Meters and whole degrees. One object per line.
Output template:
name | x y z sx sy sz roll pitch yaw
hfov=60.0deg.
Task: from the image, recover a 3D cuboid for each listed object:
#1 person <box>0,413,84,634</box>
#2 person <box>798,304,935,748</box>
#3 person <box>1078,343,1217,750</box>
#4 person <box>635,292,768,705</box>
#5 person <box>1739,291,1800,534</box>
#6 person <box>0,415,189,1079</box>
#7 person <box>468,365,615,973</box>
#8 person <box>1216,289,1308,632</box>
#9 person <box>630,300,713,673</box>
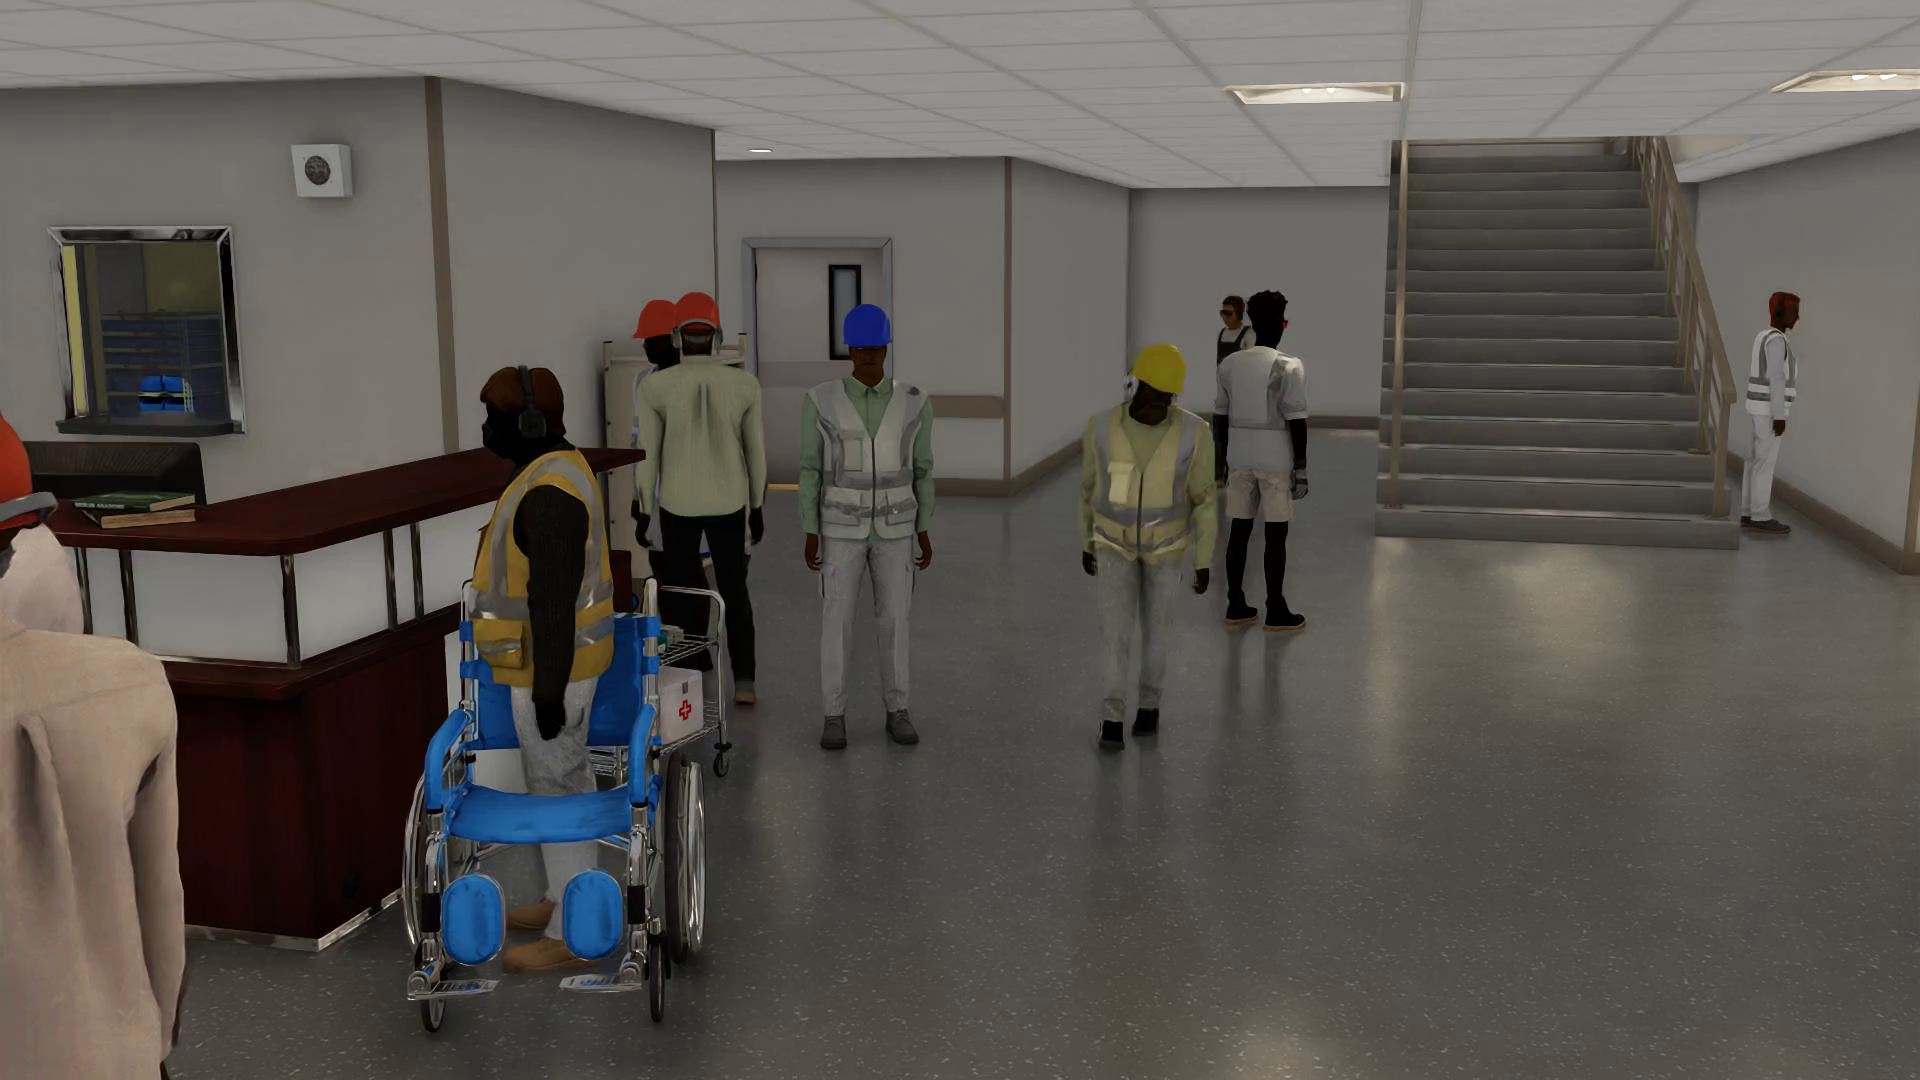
person | -1.985 0.631 3.416 0.399 1.900 0.644 -5 11 -28
person | -0.406 -0.057 7.322 0.605 1.948 0.386 -2 10 -12
person | 0.809 0.030 7.272 0.612 1.784 0.725 2 10 9
person | -1.232 -0.181 7.945 0.626 1.998 0.414 -3 10 -20
person | 6.360 -0.999 13.049 0.355 1.886 0.572 2 10 14
person | -1.293 0.783 2.226 0.375 1.997 0.612 3 10 19
person | -1.268 0.384 5.077 0.429 1.836 0.632 -2 10 -13
person | 1.753 -0.454 9.600 0.606 1.966 0.367 9 13 44
person | -1.491 -0.257 8.532 0.552 1.935 0.372 6 12 33
